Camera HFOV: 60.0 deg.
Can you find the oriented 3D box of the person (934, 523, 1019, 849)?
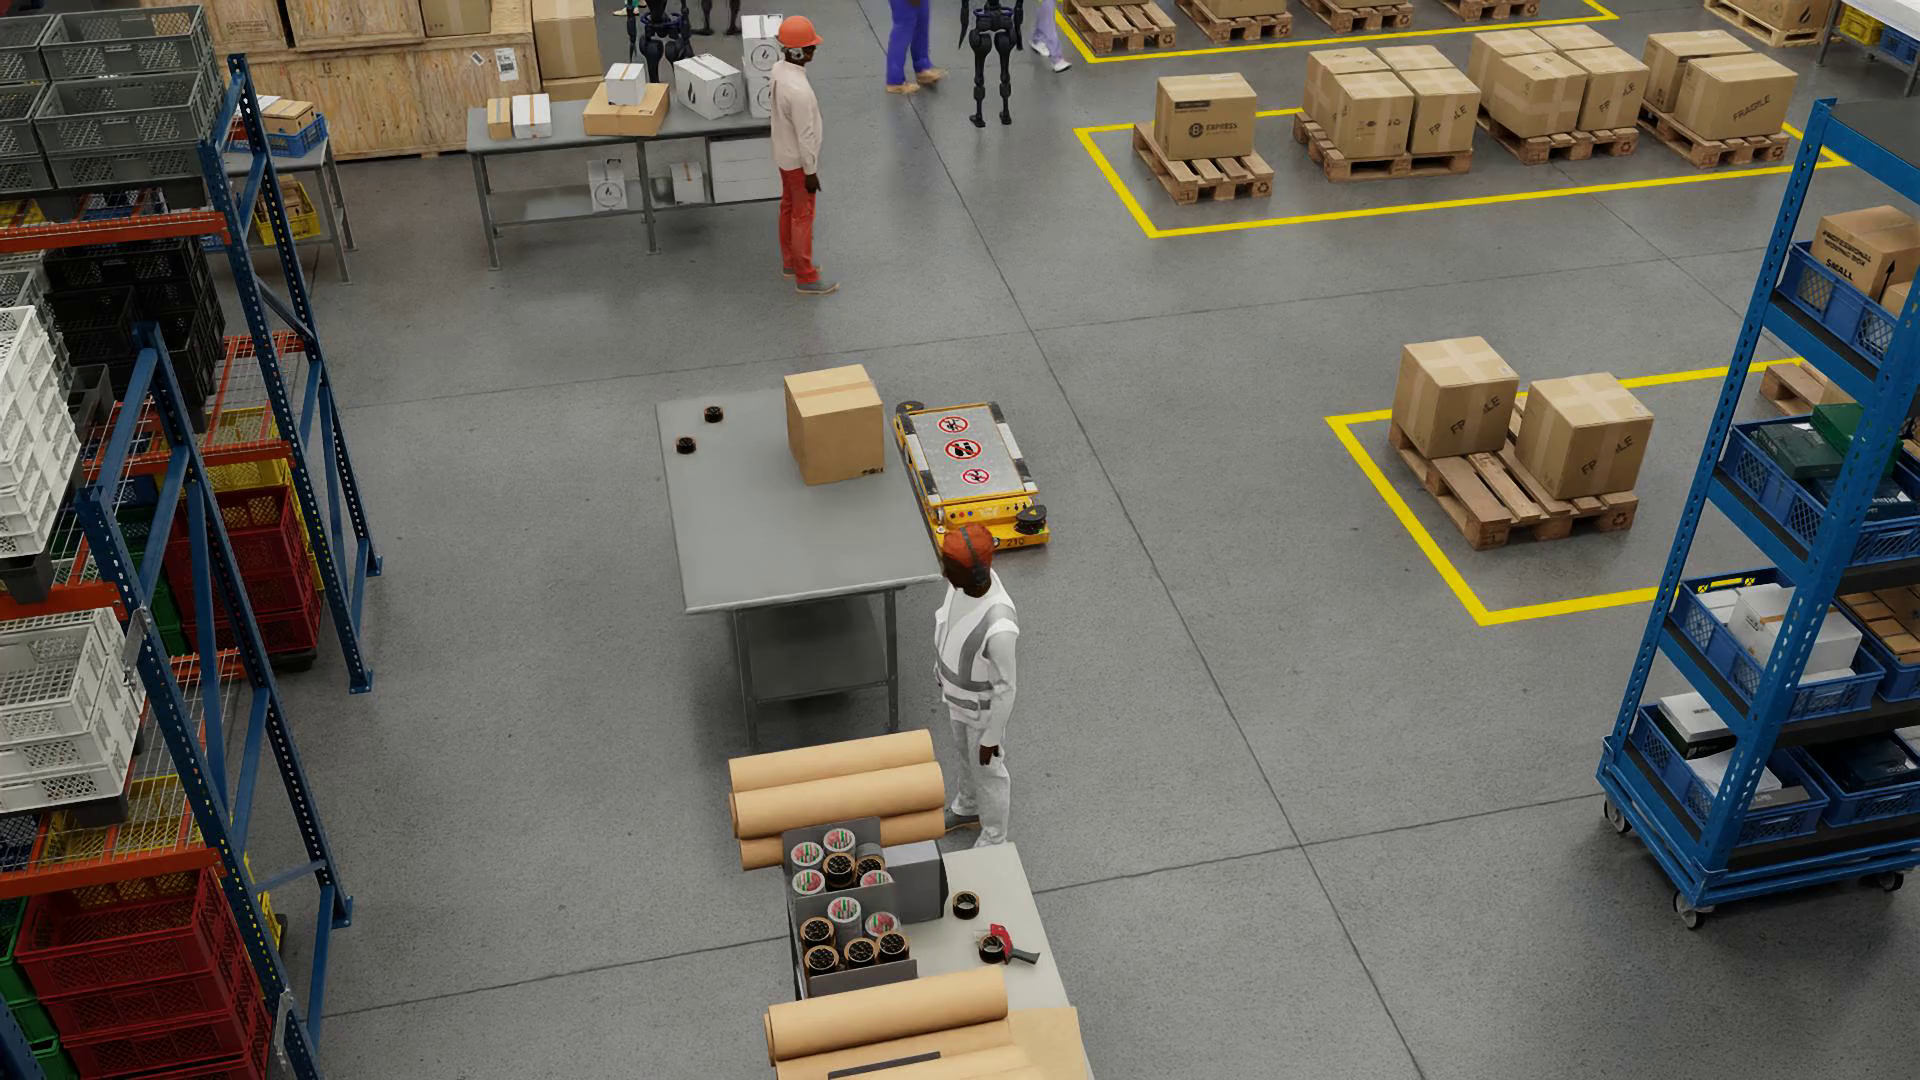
[{"bbox_3d":[0.056,0.695,7.264,0.356,1.887,0.571,-12,38,-16],"label":"person"}]

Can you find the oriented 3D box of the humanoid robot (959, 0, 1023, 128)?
[{"bbox_3d":[0.268,-4.391,14.274,0.557,1.652,0.325,-8,37,-10],"label":"humanoid robot"}]

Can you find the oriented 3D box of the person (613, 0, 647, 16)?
[{"bbox_3d":[-3.385,-6.116,16.524,0.325,1.760,0.524,8,37,11],"label":"person"}]

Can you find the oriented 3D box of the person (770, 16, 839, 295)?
[{"bbox_3d":[-1.125,-2.713,11.755,0.393,1.993,0.610,-13,39,-17],"label":"person"}]

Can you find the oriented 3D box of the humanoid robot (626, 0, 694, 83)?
[{"bbox_3d":[-2.527,-4.244,14.074,0.579,1.651,0.307,7,37,10],"label":"humanoid robot"}]

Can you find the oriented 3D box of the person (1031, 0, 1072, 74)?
[{"bbox_3d":[0.902,-5.279,15.311,0.590,1.867,1.003,-19,41,-23],"label":"person"}]

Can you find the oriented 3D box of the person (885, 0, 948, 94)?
[{"bbox_3d":[-0.406,-5.045,14.852,0.627,2.000,0.738,0,37,0],"label":"person"}]

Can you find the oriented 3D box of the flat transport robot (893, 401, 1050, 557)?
[{"bbox_3d":[0.046,-0.430,10.108,0.652,0.197,1.431,-8,37,-10],"label":"flat transport robot"}]

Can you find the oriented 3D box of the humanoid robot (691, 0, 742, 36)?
[{"bbox_3d":[-2.364,-5.734,16.096,0.655,1.632,0.371,5,37,7],"label":"humanoid robot"}]
